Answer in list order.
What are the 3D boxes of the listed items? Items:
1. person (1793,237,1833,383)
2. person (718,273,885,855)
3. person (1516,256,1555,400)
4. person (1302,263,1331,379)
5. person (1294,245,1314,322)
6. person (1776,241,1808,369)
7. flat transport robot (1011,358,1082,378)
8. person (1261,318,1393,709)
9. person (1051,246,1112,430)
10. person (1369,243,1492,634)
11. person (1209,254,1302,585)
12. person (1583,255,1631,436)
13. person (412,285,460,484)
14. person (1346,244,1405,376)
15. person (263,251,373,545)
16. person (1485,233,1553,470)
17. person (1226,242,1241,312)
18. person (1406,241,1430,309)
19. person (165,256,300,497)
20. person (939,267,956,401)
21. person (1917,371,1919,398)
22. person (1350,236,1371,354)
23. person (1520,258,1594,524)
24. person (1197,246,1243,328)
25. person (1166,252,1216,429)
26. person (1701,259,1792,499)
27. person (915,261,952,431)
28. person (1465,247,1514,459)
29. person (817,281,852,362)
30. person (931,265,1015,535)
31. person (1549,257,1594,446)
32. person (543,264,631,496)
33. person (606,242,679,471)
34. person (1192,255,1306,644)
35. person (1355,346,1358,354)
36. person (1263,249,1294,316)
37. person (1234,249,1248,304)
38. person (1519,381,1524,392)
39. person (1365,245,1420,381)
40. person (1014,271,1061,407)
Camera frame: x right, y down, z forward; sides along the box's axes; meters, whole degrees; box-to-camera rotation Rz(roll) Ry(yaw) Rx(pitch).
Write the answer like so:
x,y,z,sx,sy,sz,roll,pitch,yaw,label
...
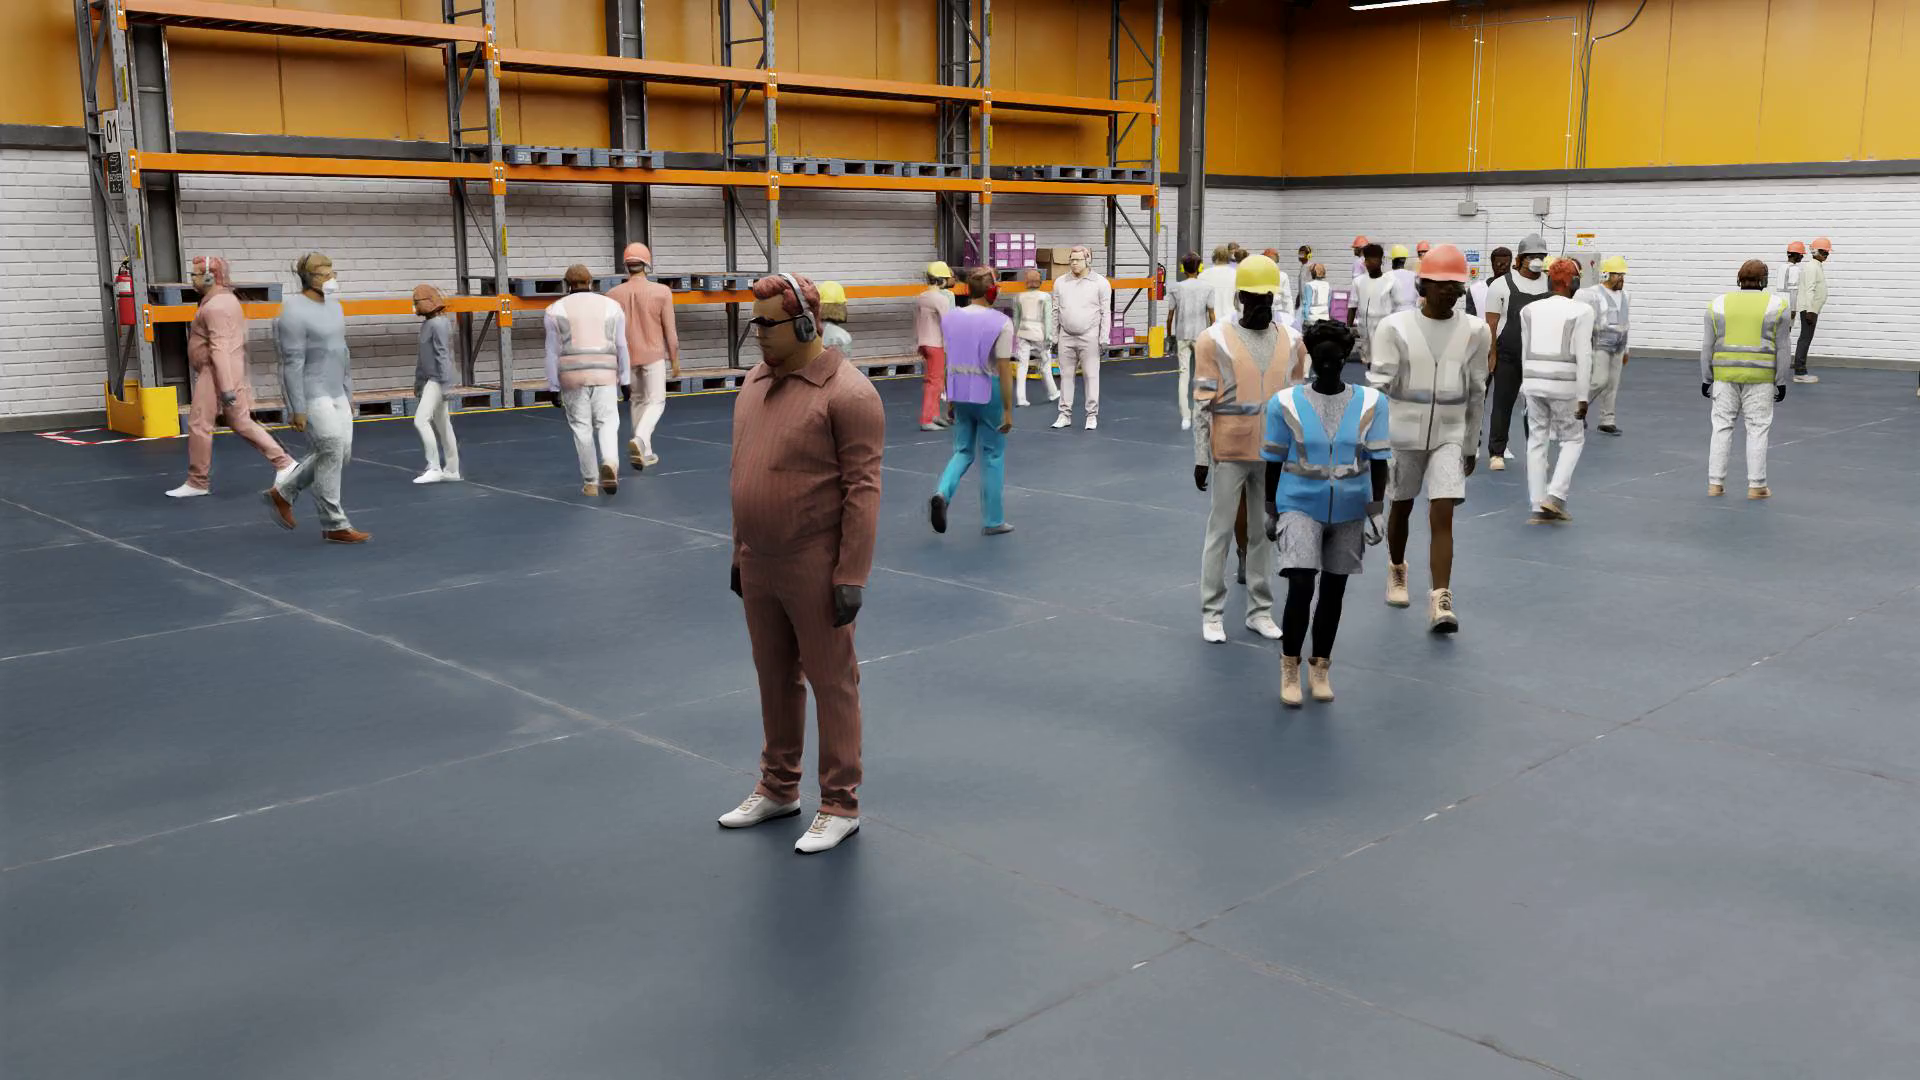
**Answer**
x,y,z,sx,sy,sz,roll,pitch,yaw,label
11.788,-3.175,22.990,0.392,1.990,0.614,6,12,30,person
-0.554,0.077,5.509,0.637,1.902,0.406,9,14,42,person
7.004,-2.569,20.281,0.614,1.786,0.936,-5,12,-27,person
5.036,-3.091,23.526,0.537,1.630,0.349,-8,13,-36,person
5.780,-4.041,28.102,0.617,1.843,0.635,0,10,-2,person
12.648,-3.577,25.359,0.382,1.929,0.538,0,10,2,person
1.222,-2.462,23.798,0.652,0.197,1.431,10,14,42,flat transport robot
1.564,-0.101,7.099,0.536,1.675,0.512,0,10,1,person
1.244,-2.104,17.383,0.644,1.907,0.399,4,11,22,person
2.441,-0.542,8.691,0.623,1.987,1.102,1,10,6,person
1.722,-0.717,9.787,0.558,1.917,0.607,0,10,0,person
6.542,-1.968,16.871,0.615,1.819,0.475,-5,11,-25,person
-4.357,-1.260,13.555,0.538,1.614,0.539,-5,12,-27,person
4.471,-2.254,18.166,1.030,1.907,0.602,-10,14,-42,person
-4.265,-0.924,10.903,0.707,1.923,0.633,1,10,7,person
4.884,-1.610,14.321,0.683,2.000,0.537,0,10,-1,person
4.554,-3.958,27.467,0.660,1.916,0.498,1,10,4,person
7.751,-4.051,27.947,0.571,1.922,0.392,3,11,16,person
-5.710,-1.276,12.976,0.922,1.870,0.639,-2,11,-9,person
-0.179,-2.525,20.425,0.279,1.633,0.505,-6,12,-29,person
12.086,-2.581,20.555,0.316,1.695,0.541,3,11,16,person
6.847,-4.130,28.144,0.833,2.019,0.616,8,13,36,person
4.156,-1.032,11.646,0.410,1.863,0.574,-10,14,-43,person
3.320,-2.802,21.259,0.658,1.881,1.035,1,10,5,person
2.468,-2.115,17.646,0.549,1.830,0.887,2,11,10,person
6.060,-1.238,12.846,0.634,1.839,0.429,7,13,34,person
-0.208,-2.001,17.249,0.569,1.746,0.559,-6,12,-31,person
4.859,-1.693,15.113,0.594,1.917,0.376,0,10,2,person
-0.974,-0.919,11.462,0.486,1.720,0.740,8,13,37,person
0.089,-0.910,11.092,0.572,1.830,0.647,7,13,34,person
5.851,-1.827,16.126,0.510,1.823,0.977,-1,10,-8,person
-2.842,-1.205,12.762,0.645,1.811,0.651,-4,11,-21,person
-2.763,-1.577,14.345,0.615,1.965,0.844,2,11,10,person
1.443,-0.443,8.276,0.593,1.923,0.384,-3,11,-14,person
6.978,-4.012,28.321,0.522,1.752,0.773,-10,15,-44,person
4.108,-2.895,21.887,0.601,1.831,1.007,-4,11,-20,person
4.440,-3.566,25.624,0.602,1.806,0.482,-4,11,-21,person
7.401,-2.693,21.362,0.524,1.616,0.529,-6,12,-29,person
5.747,-2.933,21.958,0.613,1.875,0.988,-3,11,-16,person
0.909,-2.403,19.842,0.520,1.590,0.852,6,12,28,person
